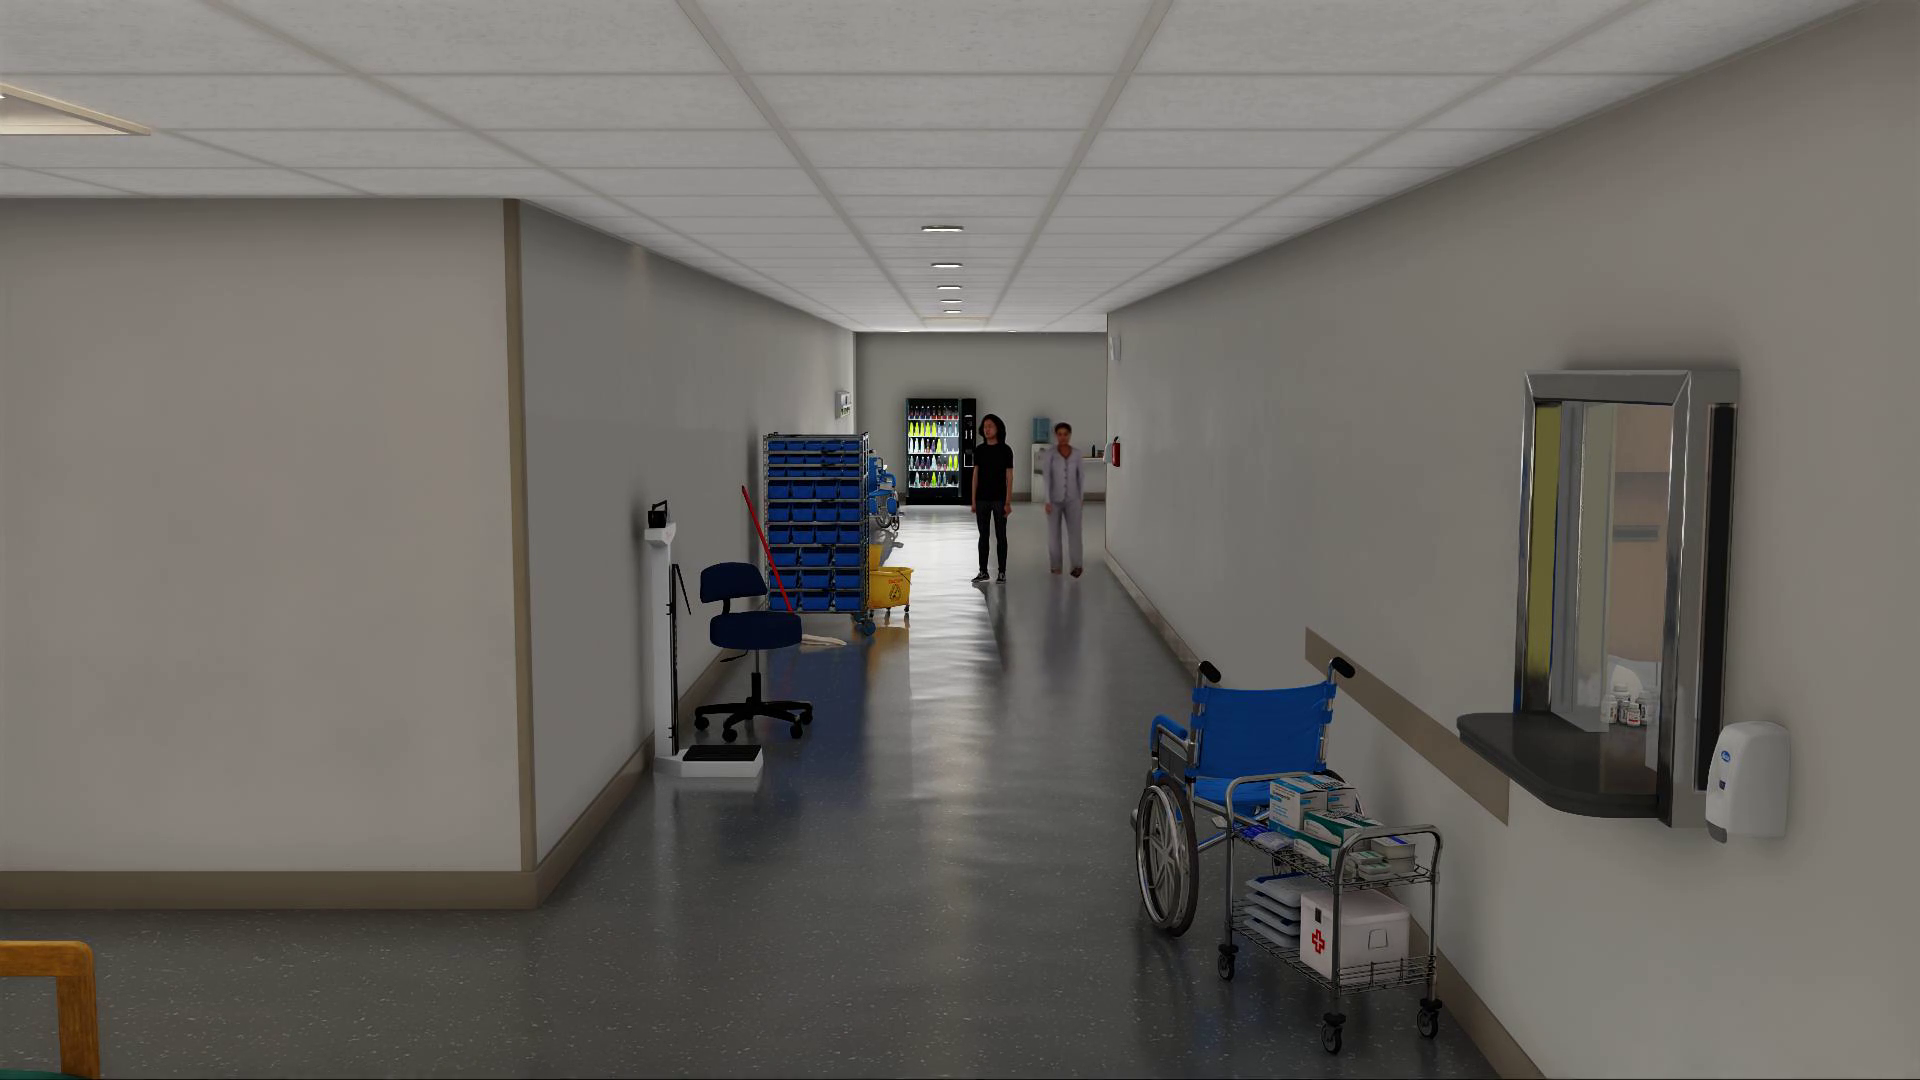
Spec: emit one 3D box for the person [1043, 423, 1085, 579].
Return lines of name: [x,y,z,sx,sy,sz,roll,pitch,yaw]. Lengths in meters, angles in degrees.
person: [1.116,-0.420,18.463,1.045,1.689,0.740,-1,6,-6]

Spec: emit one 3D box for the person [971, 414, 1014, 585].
person: [0.357,-0.464,18.106,0.615,1.836,0.762,3,6,24]
